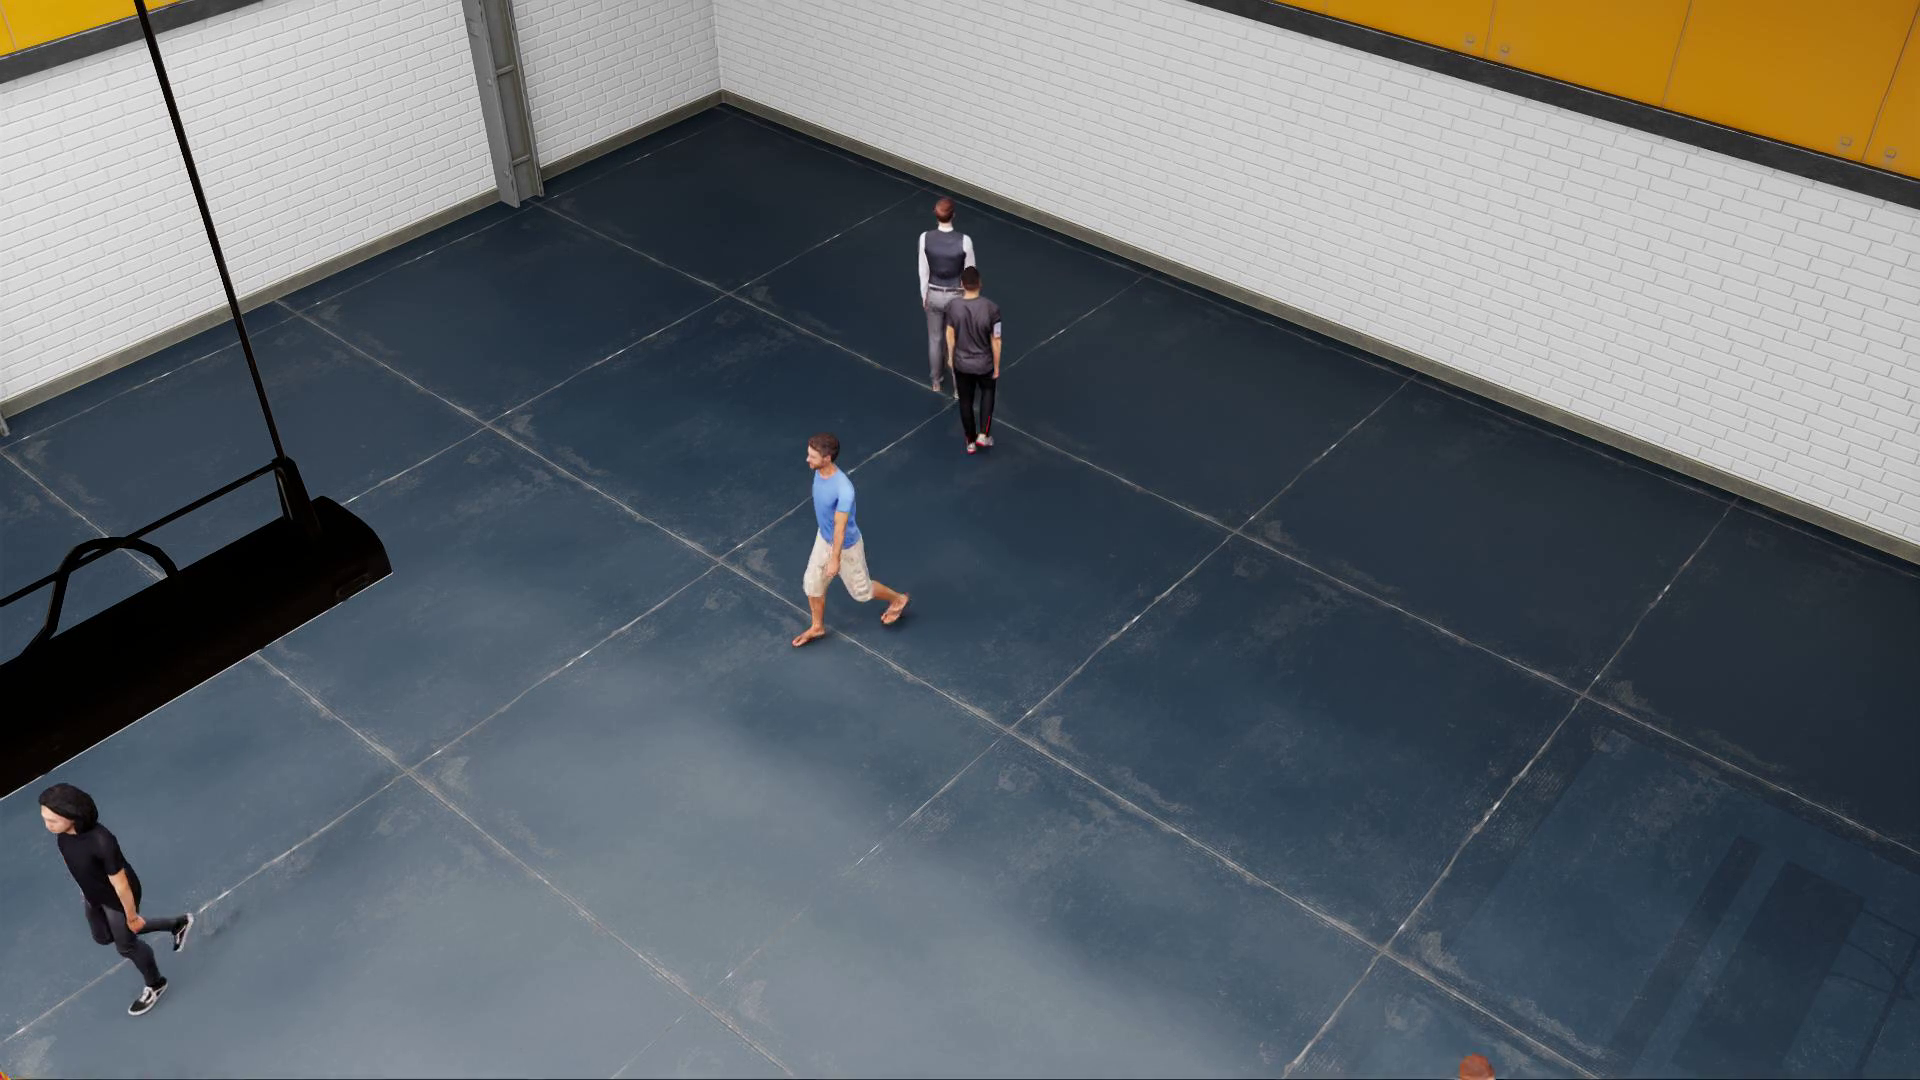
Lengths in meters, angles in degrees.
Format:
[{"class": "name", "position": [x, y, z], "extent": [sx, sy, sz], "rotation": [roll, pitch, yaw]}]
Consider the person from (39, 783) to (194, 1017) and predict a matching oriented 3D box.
[{"class": "person", "position": [-4.865, 1.986, 9.657], "extent": [0.701, 1.819, 0.837], "rotation": [23, 44, 26]}]

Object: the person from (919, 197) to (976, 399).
[{"class": "person", "position": [-0.112, -2.154, 14.736], "extent": [0.768, 1.949, 0.784], "rotation": [6, 39, 8]}]

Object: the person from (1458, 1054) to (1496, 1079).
[{"class": "person", "position": [2.623, 3.074, 8.808], "extent": [0.788, 1.178, 0.787], "rotation": [-11, 40, -14]}]

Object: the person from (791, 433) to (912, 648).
[{"class": "person", "position": [-0.799, -0.016, 12.151], "extent": [1.238, 1.835, 0.859], "rotation": [-24, 44, -27]}]

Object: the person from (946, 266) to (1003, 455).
[{"class": "person", "position": [0.092, -1.450, 14.015], "extent": [0.759, 1.749, 0.798], "rotation": [4, 39, 5]}]
